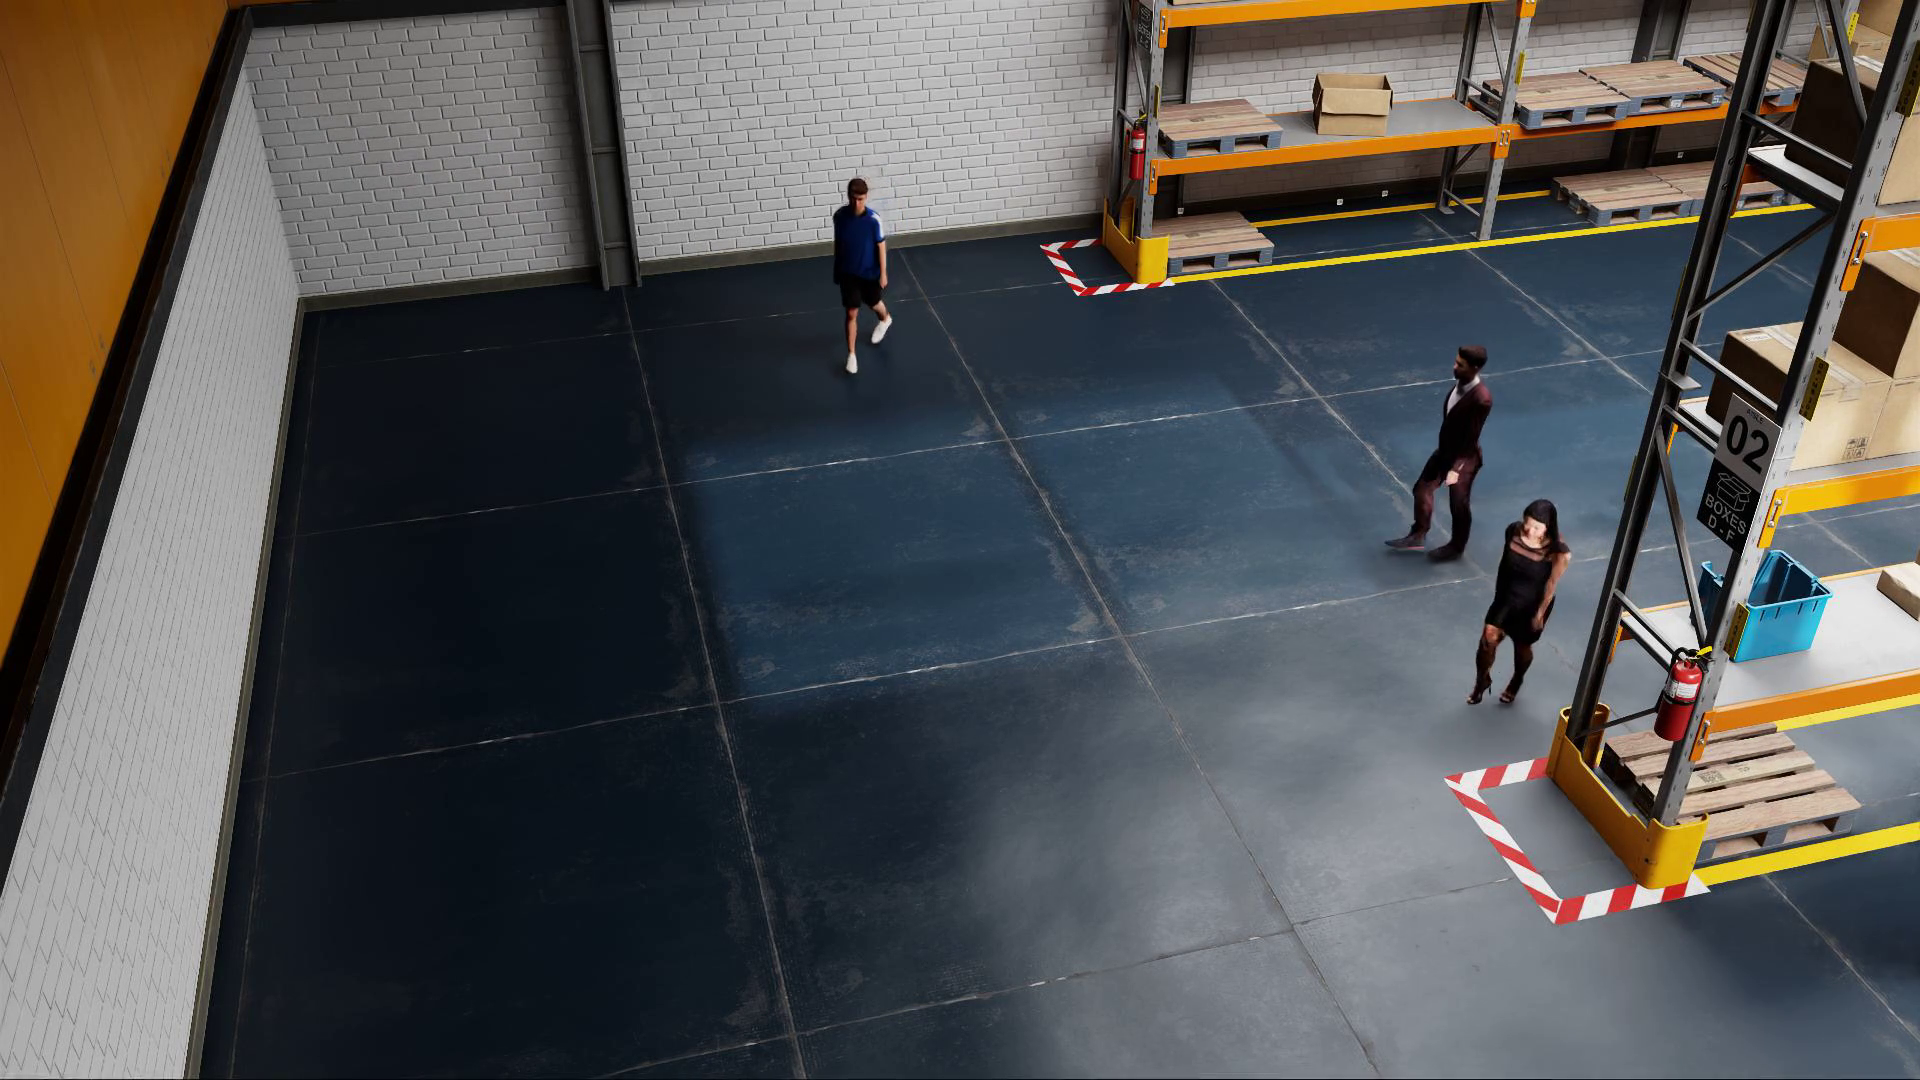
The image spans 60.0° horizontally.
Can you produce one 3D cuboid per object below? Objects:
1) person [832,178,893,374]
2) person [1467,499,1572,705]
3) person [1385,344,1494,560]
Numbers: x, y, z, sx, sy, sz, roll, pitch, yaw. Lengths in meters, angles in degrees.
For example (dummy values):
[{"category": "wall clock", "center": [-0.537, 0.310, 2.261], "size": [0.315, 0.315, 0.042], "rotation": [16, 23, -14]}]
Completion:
[{"category": "person", "center": [-0.892, -2.556, 15.559], "size": [1.288, 1.827, 1.138], "rotation": [8, 34, 12]}, {"category": "person", "center": [3.847, 0.413, 11.214], "size": [0.794, 1.692, 0.759], "rotation": [-25, 41, -33]}, {"category": "person", "center": [3.875, -0.658, 12.685], "size": [0.880, 1.848, 0.754], "rotation": [-5, 34, -7]}]
